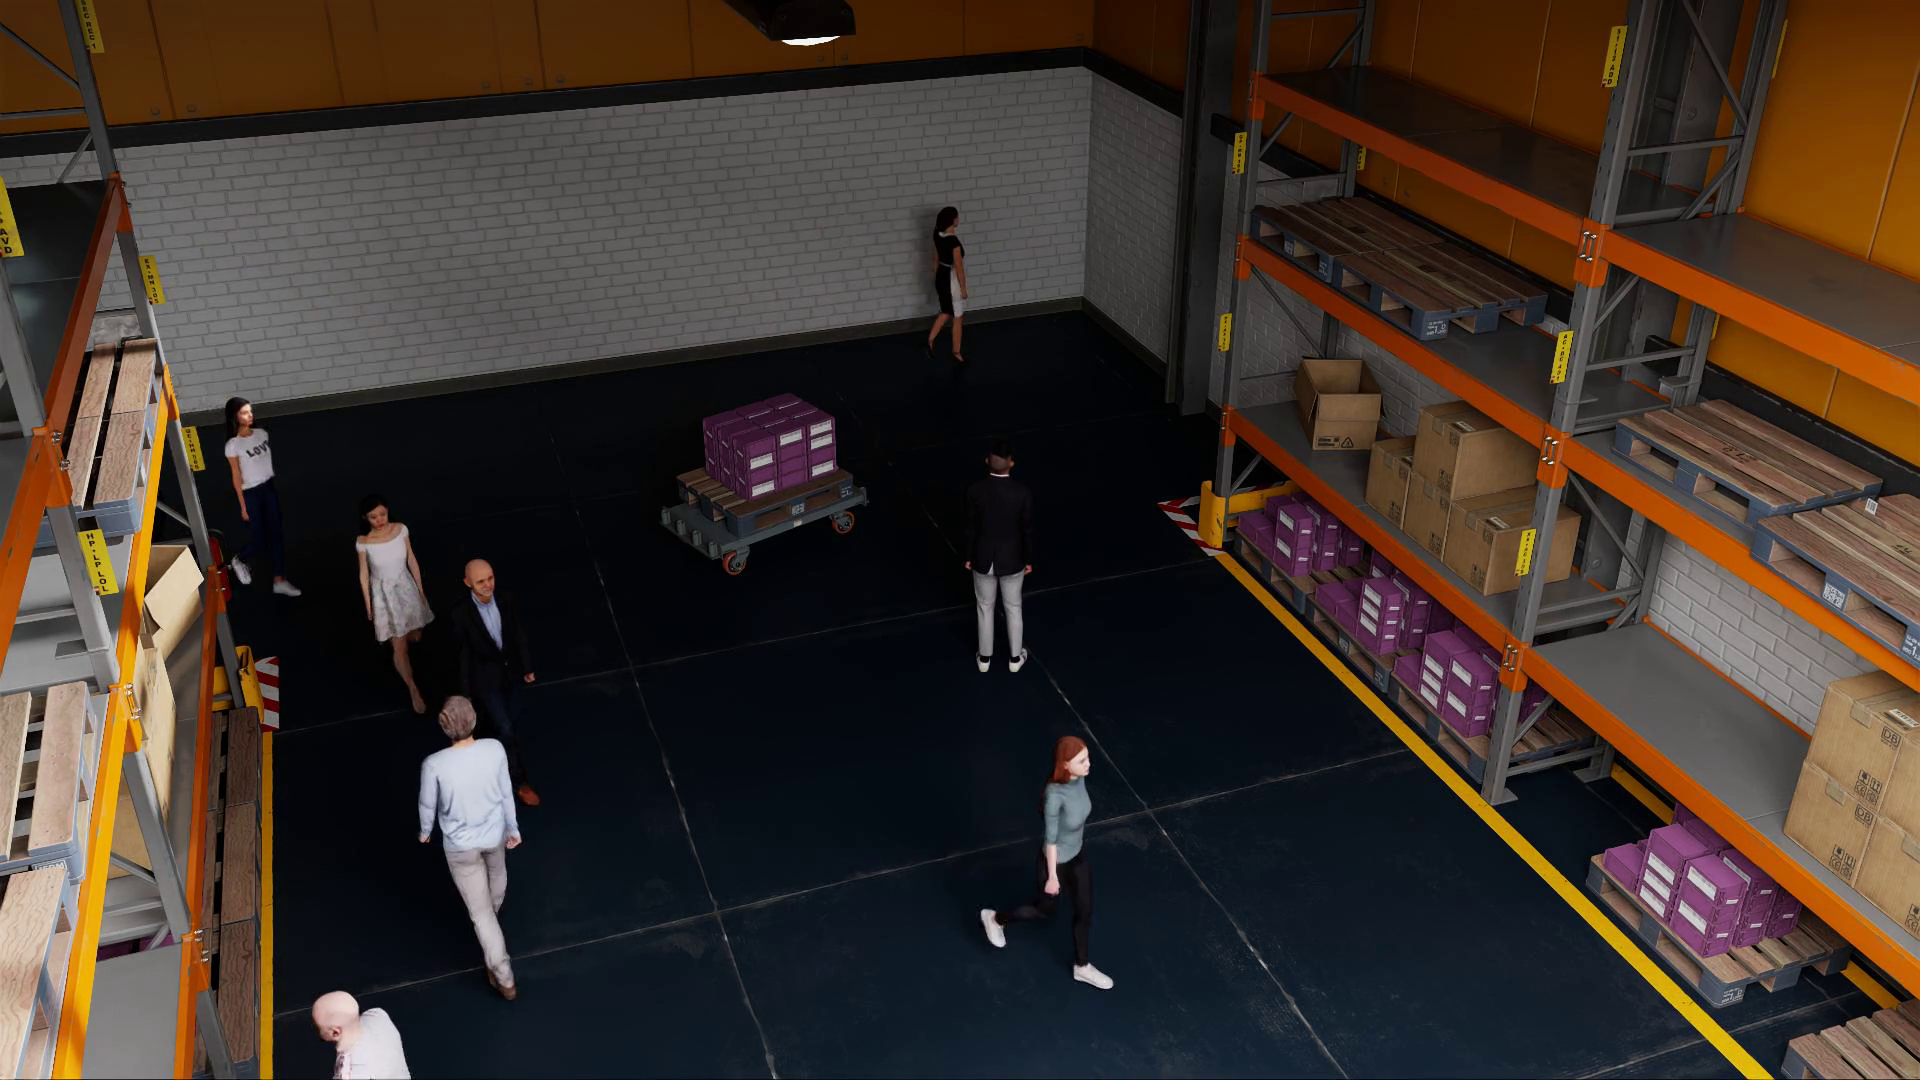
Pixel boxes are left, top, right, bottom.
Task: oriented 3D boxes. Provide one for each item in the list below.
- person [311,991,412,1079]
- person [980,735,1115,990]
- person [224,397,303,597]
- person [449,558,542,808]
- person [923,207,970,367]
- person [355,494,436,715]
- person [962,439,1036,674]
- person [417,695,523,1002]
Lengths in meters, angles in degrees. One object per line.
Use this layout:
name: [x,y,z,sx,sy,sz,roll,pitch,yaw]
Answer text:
person: [-2.664,2.813,7.721,1.101,1.795,0.913,0,29,1]
person: [0.508,1.835,9.594,1.144,1.718,1.023,16,32,27]
person: [-5.777,-0.334,13.525,0.930,1.762,0.875,11,31,20]
person: [-3.182,0.895,11.256,1.235,1.776,1.006,25,37,38]
person: [-0.158,-2.682,17.800,0.757,1.790,0.789,-18,34,-30]
person: [-4.151,0.426,12.131,0.799,1.761,1.015,-20,35,-32]
person: [0.291,0.110,12.516,0.789,1.949,0.769,3,29,6]
person: [-2.749,1.796,9.544,0.904,1.835,1.310,-19,34,-31]
